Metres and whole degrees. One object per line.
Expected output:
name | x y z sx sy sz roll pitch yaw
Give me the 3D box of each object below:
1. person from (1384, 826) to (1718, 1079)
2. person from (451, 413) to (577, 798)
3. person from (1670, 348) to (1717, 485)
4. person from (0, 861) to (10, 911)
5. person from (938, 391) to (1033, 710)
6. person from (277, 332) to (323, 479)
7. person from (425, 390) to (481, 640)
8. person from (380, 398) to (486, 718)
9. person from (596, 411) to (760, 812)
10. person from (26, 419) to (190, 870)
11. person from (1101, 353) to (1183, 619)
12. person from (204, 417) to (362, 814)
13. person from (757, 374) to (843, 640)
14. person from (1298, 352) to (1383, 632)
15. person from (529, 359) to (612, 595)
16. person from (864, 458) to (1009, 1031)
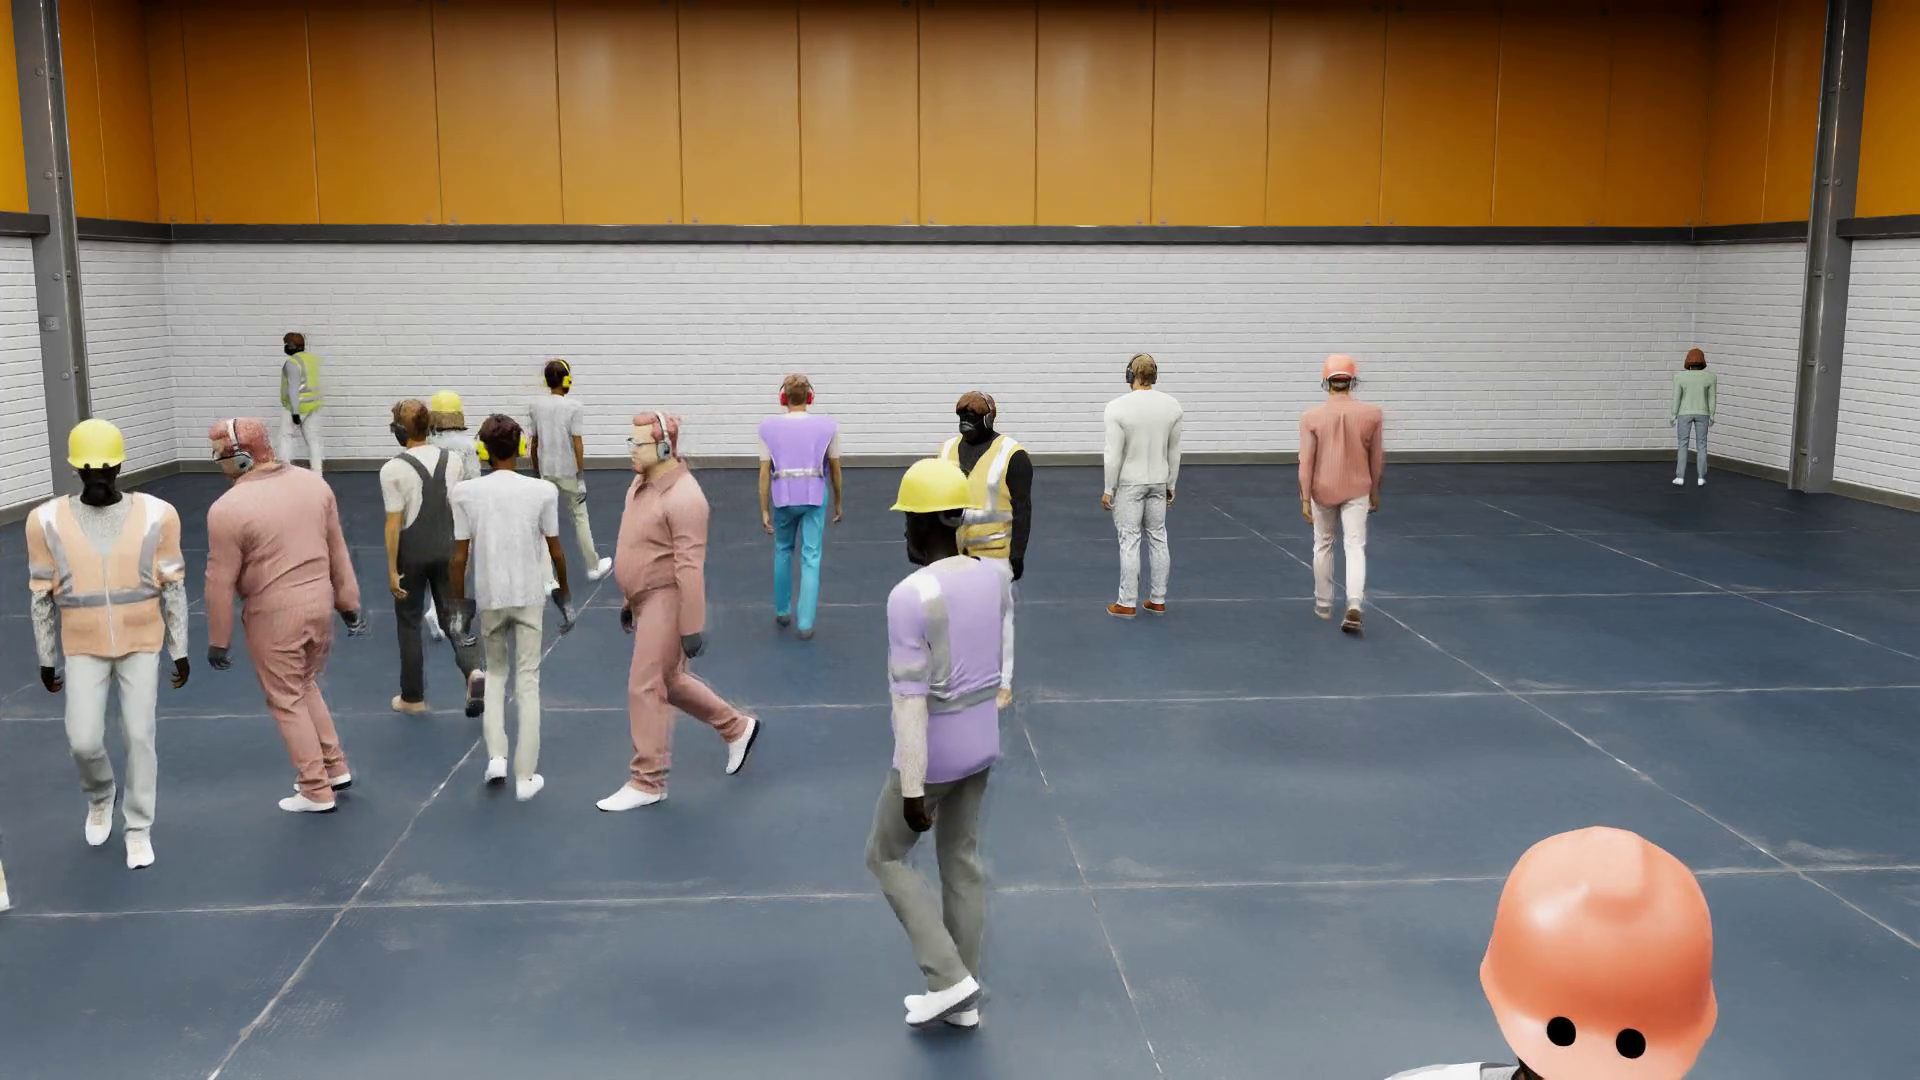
person | 0.668 1.246 1.894 0.542 1.927 0.374 2 9 10
person | -2.137 0.314 8.018 0.549 1.843 0.498 -1 9 -5
person | 8.744 -1.467 19.842 0.498 1.633 0.280 2 9 15
person | -3.968 0.724 6.185 0.521 1.602 0.770 8 12 41
person | 0.098 0.061 9.600 0.635 1.842 0.429 6 11 32
person | -8.024 -1.570 19.923 0.743 1.820 0.637 1 9 8
person | -3.572 -0.182 11.536 0.491 1.715 0.789 1 9 7
person | -2.949 0.119 9.283 0.752 1.827 0.528 9 12 43
person | -1.354 0.311 7.917 0.809 1.878 0.649 -4 10 -26
person | -3.578 0.436 7.034 0.596 1.909 0.454 -4 10 -25
person | 1.314 -0.389 12.122 0.633 1.939 0.368 -4 10 -25
person | -3.123 0.360 7.640 0.417 1.870 0.708 4 10 21
person | -1.116 -0.249 11.658 0.585 1.808 0.883 -1 9 -5
person | 2.707 -0.346 11.810 0.608 1.966 0.956 1 9 7
person | -3.135 -0.516 13.251 0.560 1.825 0.946 2 9 15
person | -0.080 0.681 5.473 0.421 1.908 0.598 8 12 40
